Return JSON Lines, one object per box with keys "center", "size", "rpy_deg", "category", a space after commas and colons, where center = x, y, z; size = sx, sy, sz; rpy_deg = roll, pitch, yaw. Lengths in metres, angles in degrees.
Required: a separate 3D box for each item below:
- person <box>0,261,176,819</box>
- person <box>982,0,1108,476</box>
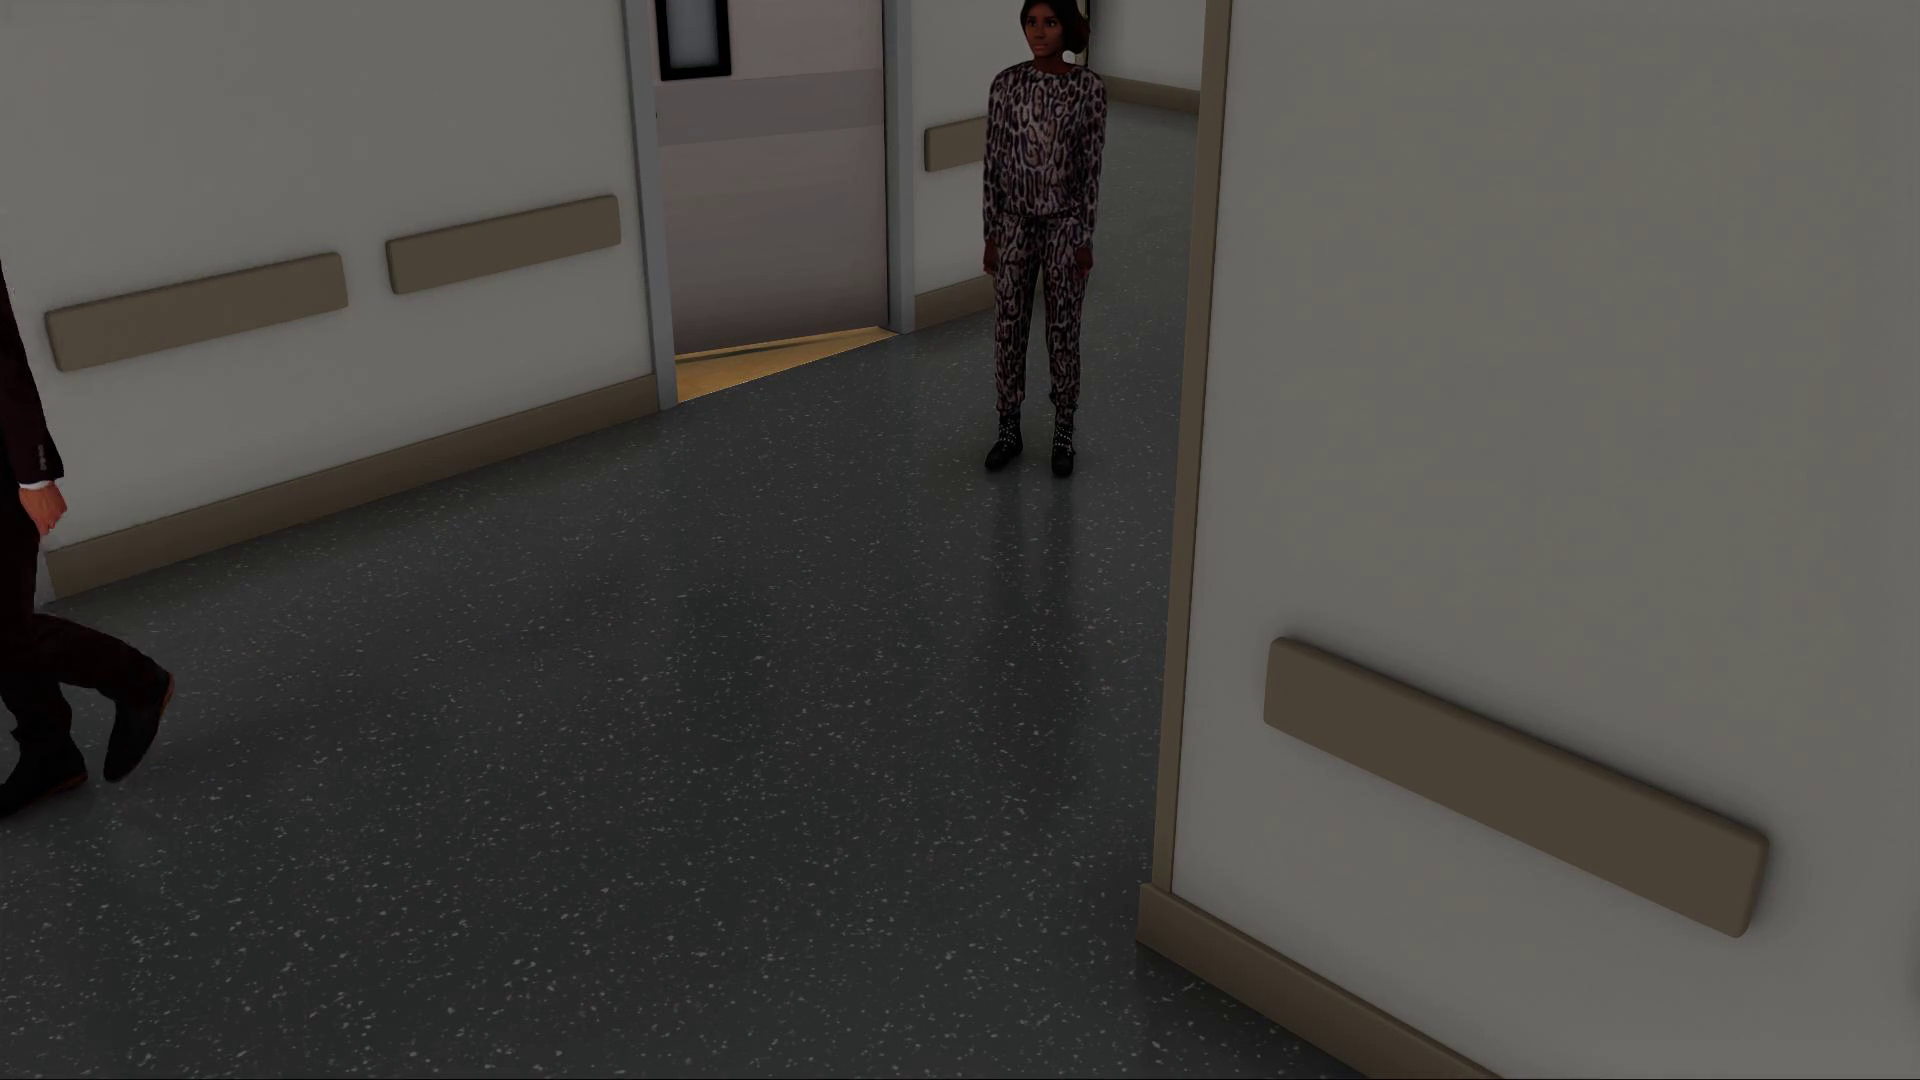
{"center": [-2.271, -0.218, 3.942], "size": [0.781, 1.854, 0.850], "rpy_deg": [17, 31, 32], "category": "person"}
{"center": [0.291, -1.071, 5.873], "size": [0.679, 1.714, 0.714], "rpy_deg": [6, 26, 13], "category": "person"}
